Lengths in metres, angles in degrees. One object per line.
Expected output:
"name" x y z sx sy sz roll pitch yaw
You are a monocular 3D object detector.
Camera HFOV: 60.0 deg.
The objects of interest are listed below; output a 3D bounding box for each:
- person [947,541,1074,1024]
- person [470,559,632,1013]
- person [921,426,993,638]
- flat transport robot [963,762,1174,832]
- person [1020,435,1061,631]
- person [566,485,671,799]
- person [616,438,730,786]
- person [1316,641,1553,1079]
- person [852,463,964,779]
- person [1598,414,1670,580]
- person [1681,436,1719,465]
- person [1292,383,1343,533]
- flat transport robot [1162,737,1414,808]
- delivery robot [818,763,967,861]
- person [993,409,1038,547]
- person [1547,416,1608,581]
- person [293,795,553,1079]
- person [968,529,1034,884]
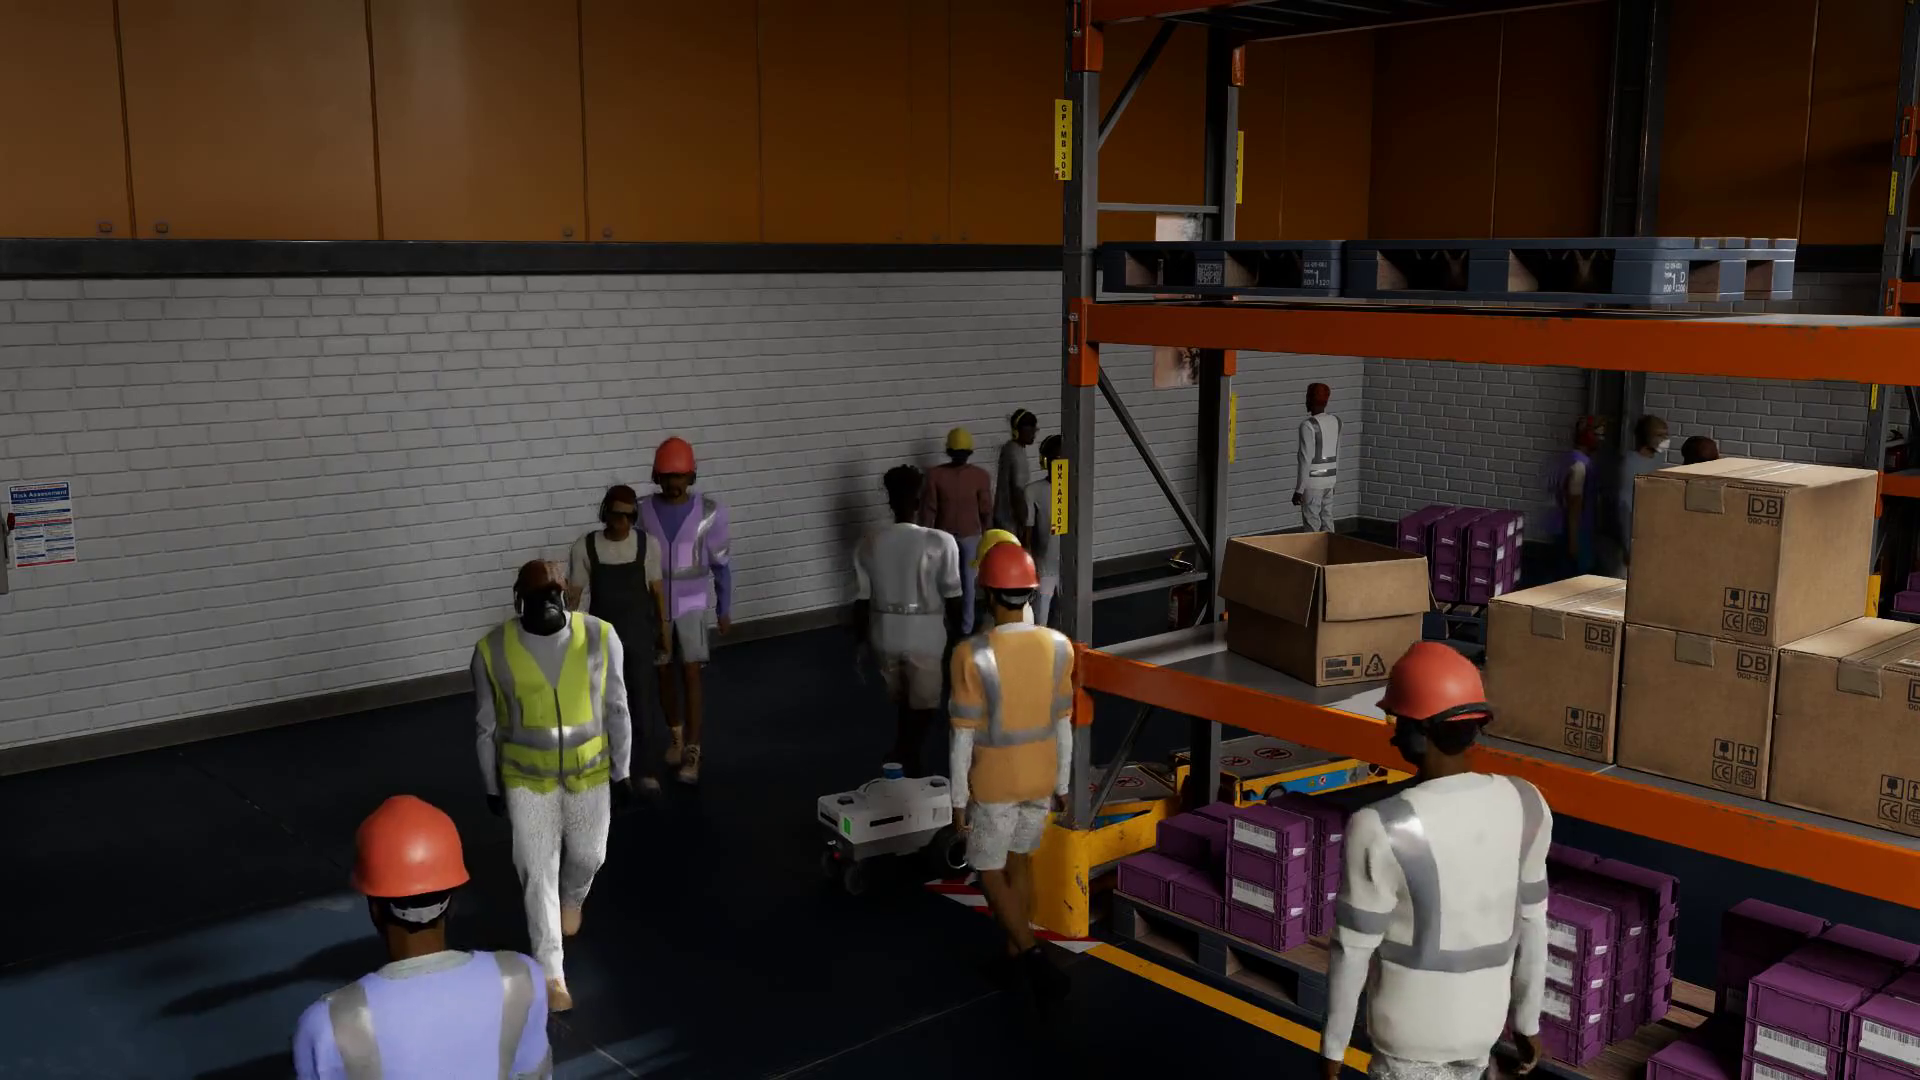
"person" 0.247 0.972 6.591 0.557 1.917 0.751 -5 11 -27
"person" -1.699 0.955 6.952 0.626 1.821 0.820 -4 10 -22
"person" -0.025 -0.021 12.860 0.579 1.740 0.446 -1 10 -6
"flat transport robot" 0.547 1.411 8.794 1.431 0.197 0.652 -3 10 -19
"person" 0.628 0.230 11.036 0.508 1.872 0.329 -7 12 -35
"person" -1.955 0.549 9.460 0.588 1.777 1.035 -2 10 -12
"person" -1.660 0.417 9.572 0.633 1.993 1.028 0 10 -1
"person" 1.249 1.272 4.461 0.644 2.028 0.421 -4 11 -23
"person" -0.312 0.561 8.929 0.609 1.934 0.882 5 11 25
"person" 4.995 0.013 12.281 0.642 1.886 1.042 -8 13 -40
"person" 4.938 0.216 11.204 0.634 1.839 0.429 -8 12 -38
"person" 3.267 -0.502 15.280 0.574 1.883 0.355 -9 13 -43
"flat transport robot" 1.838 1.293 9.484 1.431 0.197 0.652 -6 11 -31
"delivery robot" -0.331 1.334 8.136 0.707 0.478 0.477 -6 11 -30
"person" 0.403 -0.169 13.499 0.395 1.828 0.702 -2 10 -11
"person" 4.785 -0.036 12.697 0.574 1.826 0.585 3 10 19
"person" -1.184 1.475 3.674 0.564 1.887 0.966 -7 12 -34
"person" 0.208 0.817 7.930 0.343 1.759 0.533 -2 10 -9
